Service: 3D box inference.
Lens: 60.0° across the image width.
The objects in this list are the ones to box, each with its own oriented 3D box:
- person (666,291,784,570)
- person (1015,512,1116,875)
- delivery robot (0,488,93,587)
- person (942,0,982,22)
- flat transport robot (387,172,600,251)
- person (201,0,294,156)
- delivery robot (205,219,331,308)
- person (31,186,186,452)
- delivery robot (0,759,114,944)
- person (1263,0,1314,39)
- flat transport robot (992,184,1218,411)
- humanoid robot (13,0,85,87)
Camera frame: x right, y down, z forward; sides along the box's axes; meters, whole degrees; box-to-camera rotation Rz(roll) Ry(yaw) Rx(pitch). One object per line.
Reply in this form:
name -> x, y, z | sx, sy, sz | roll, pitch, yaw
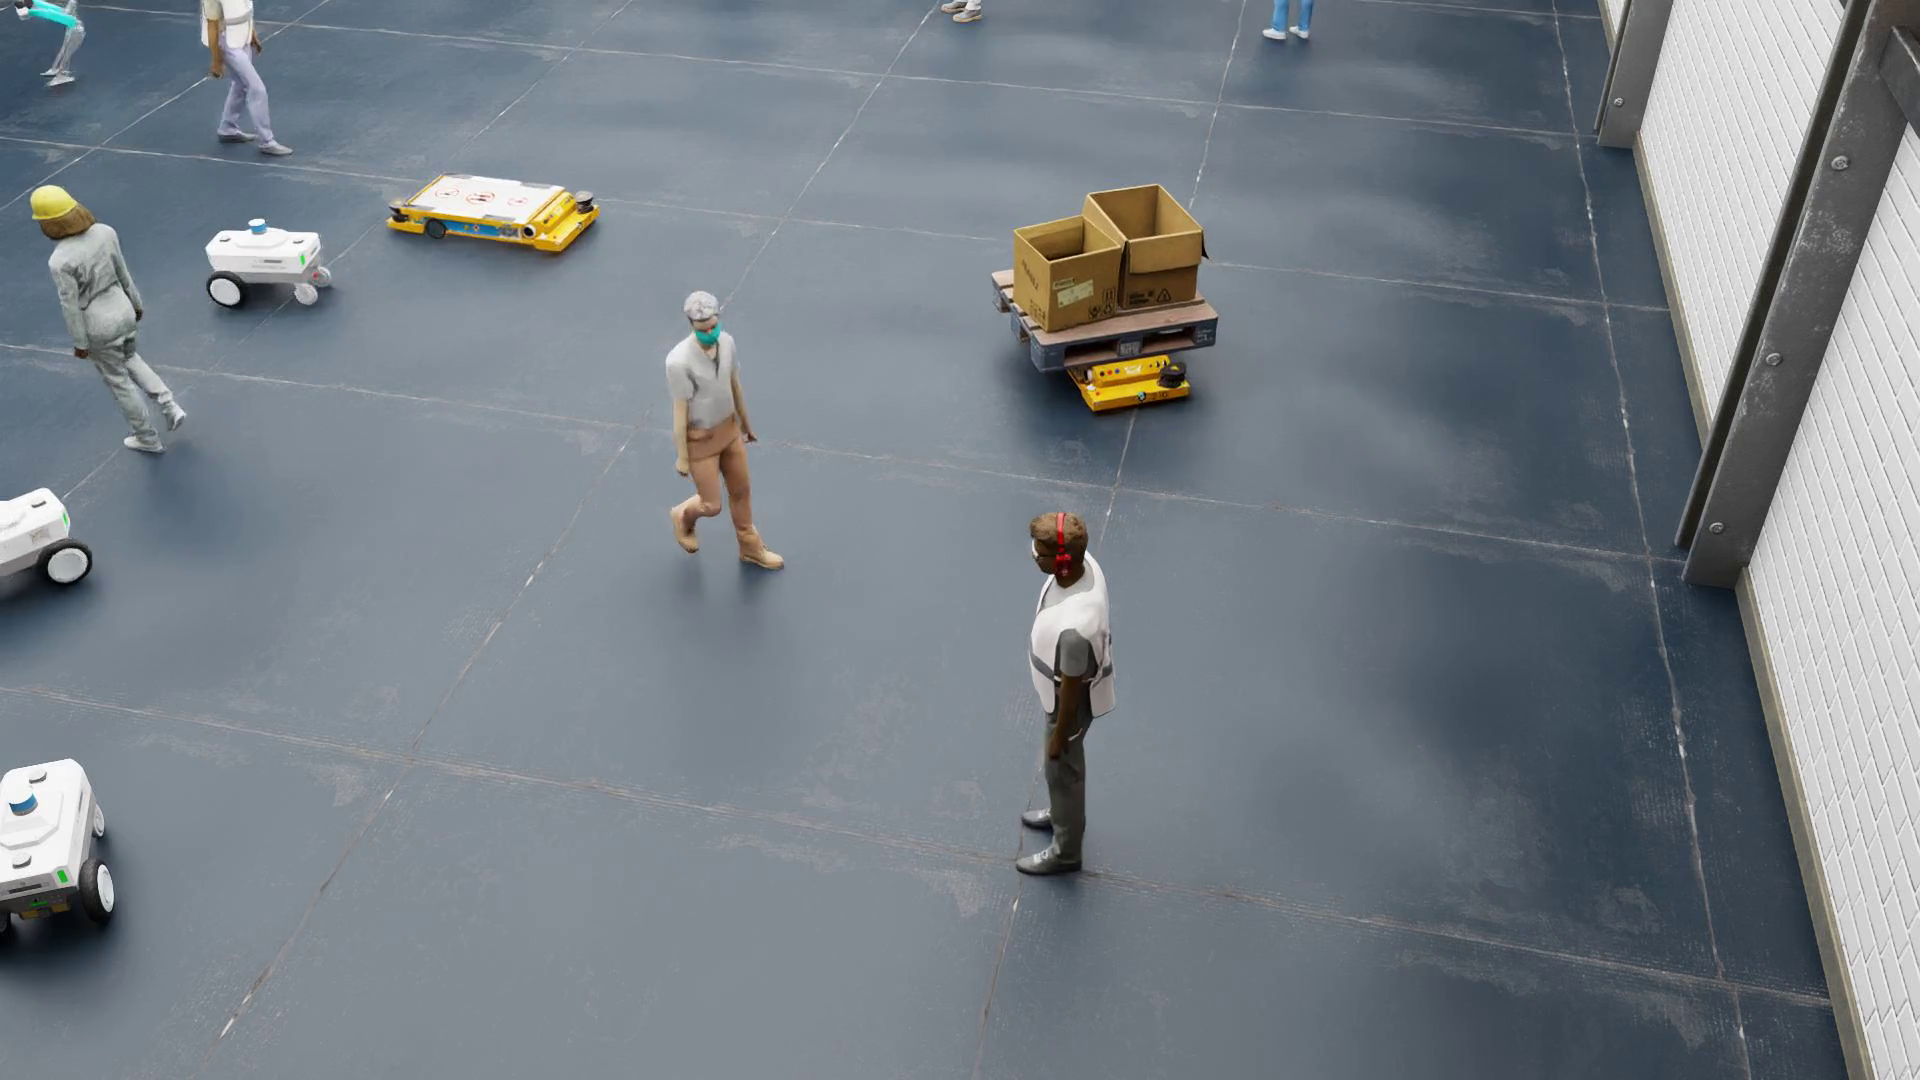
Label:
person -> -1.319, -0.556, 8.744 | 0.562, 1.724, 0.536 | 22, 42, 27
person -> 0.457, 0.654, 7.040 | 0.404, 1.833, 0.563 | 1, 37, 2
delivery robot -> -5.148, 0.033, 8.942 | 0.801, 0.602, 0.499 | -30, 46, -34
person -> 0.038, -5.883, 15.743 | 0.337, 1.882, 0.583 | -13, 39, -16
flat transport robot -> -3.518, -2.474, 12.530 | 1.431, 0.231, 0.659 | 9, 38, 12
person -> -5.823, -3.930, 13.217 | 0.683, 1.787, 0.574 | 2, 37, 2
delivery robot -> -4.819, -1.948, 11.575 | 0.756, 0.580, 0.499 | 2, 37, 2
person -> -4.964, -1.269, 9.699 | 0.417, 1.712, 0.525 | 11, 38, 15
delivery robot -> -3.976, 1.335, 7.202 | 0.499, 0.606, 0.794 | -11, 38, -14
person -> 3.142, -5.503, 15.369 | 0.598, 1.719, 0.386 | -15, 39, -19
flat transport robot -> 0.942, -1.331, 10.999 | 0.659, 0.231, 1.431 | -10, 38, -14
humanoid robot -> -7.900, -4.755, 14.247 | 0.738, 1.673, 0.531 | -18, 40, -22
